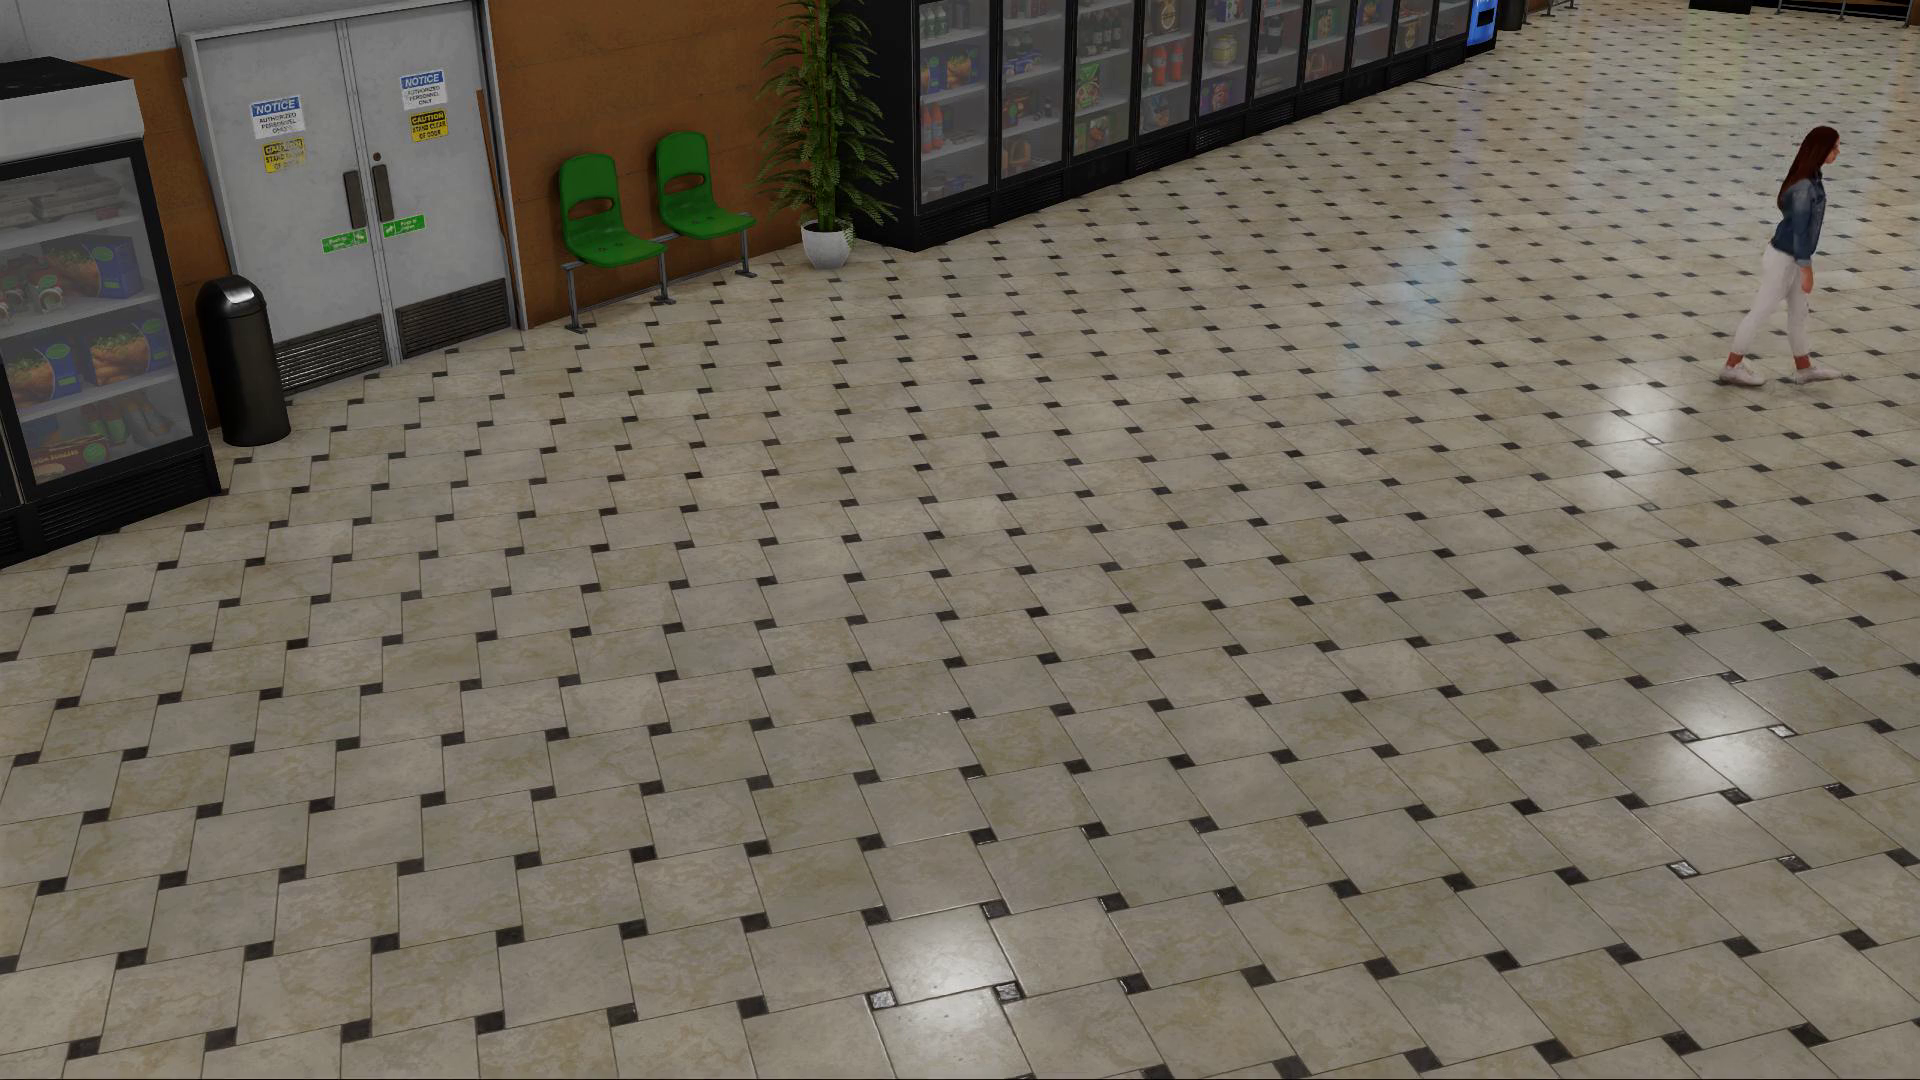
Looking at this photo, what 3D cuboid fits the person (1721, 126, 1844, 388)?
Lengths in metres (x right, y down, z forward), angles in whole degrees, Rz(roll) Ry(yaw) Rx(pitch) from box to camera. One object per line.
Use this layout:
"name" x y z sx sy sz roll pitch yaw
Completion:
"person" 5.111 -1.769 10.490 0.960 1.682 0.731 15 31 27
